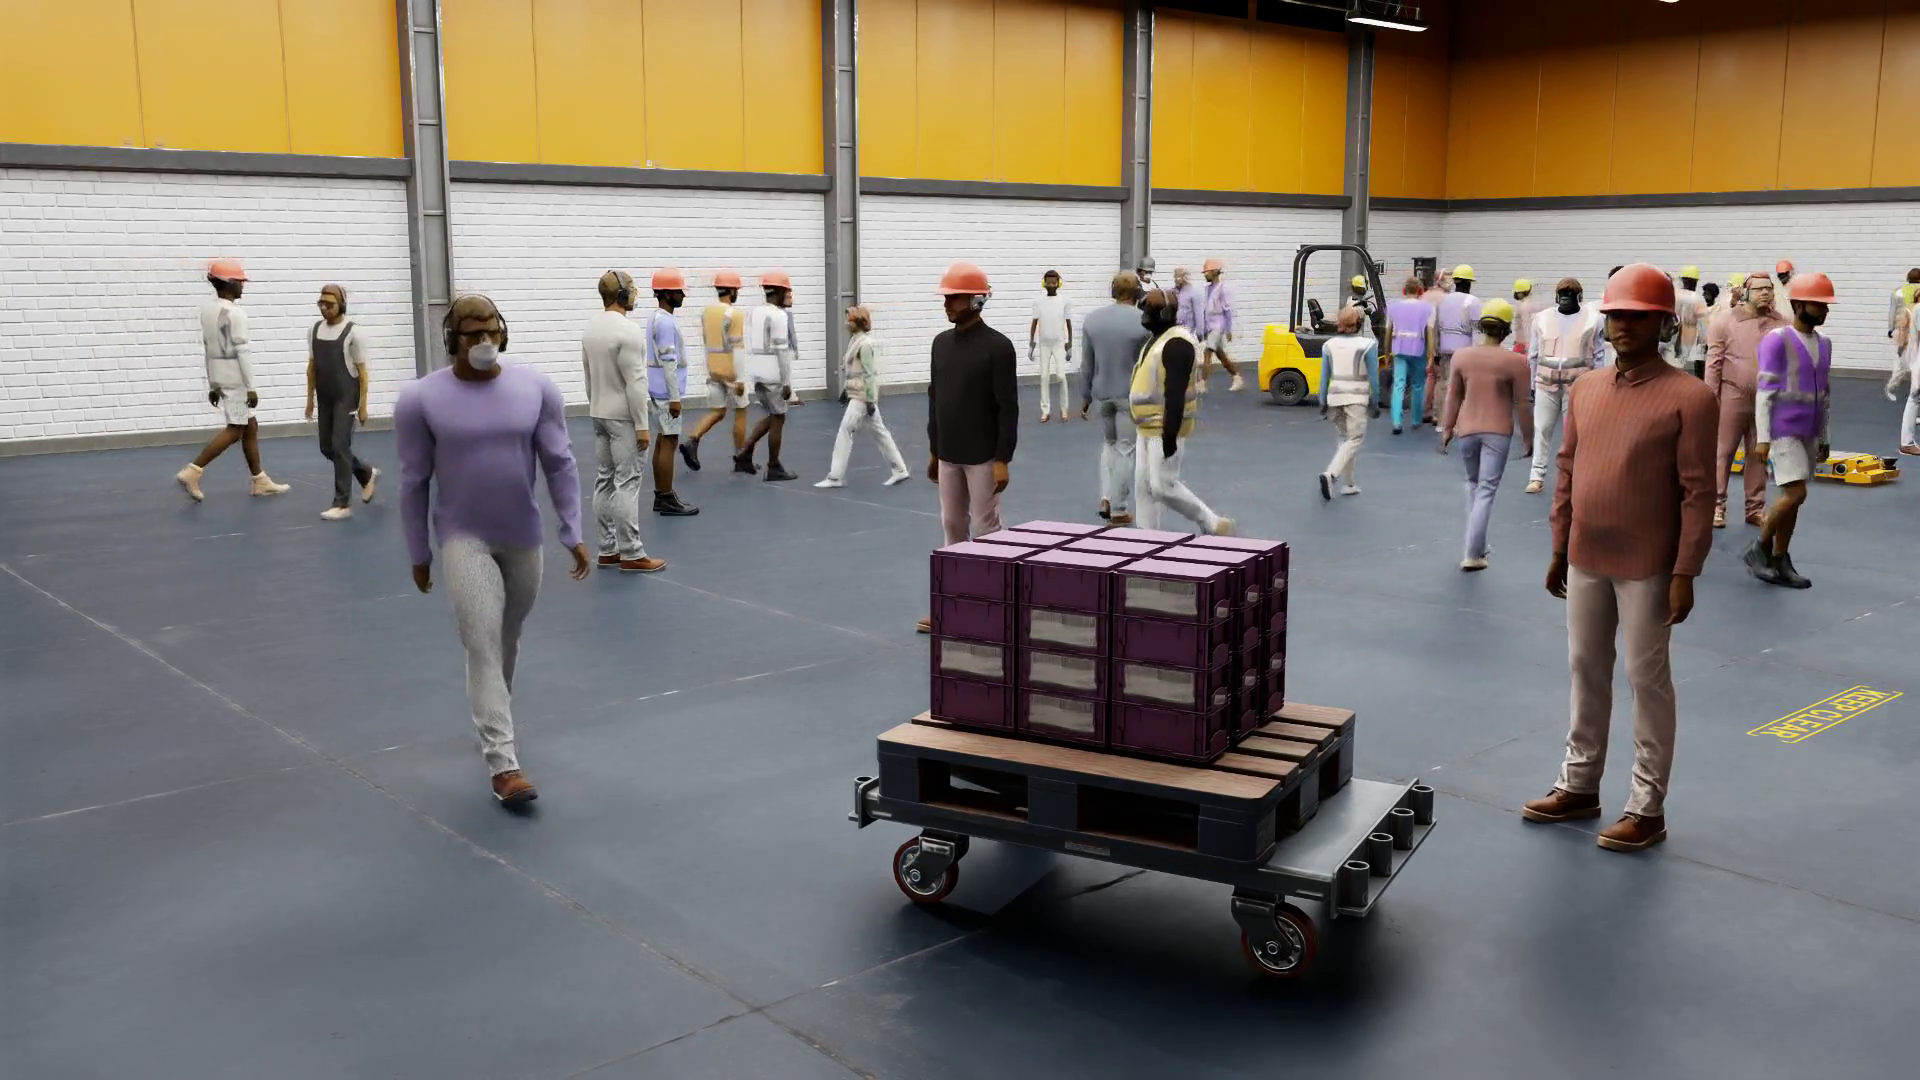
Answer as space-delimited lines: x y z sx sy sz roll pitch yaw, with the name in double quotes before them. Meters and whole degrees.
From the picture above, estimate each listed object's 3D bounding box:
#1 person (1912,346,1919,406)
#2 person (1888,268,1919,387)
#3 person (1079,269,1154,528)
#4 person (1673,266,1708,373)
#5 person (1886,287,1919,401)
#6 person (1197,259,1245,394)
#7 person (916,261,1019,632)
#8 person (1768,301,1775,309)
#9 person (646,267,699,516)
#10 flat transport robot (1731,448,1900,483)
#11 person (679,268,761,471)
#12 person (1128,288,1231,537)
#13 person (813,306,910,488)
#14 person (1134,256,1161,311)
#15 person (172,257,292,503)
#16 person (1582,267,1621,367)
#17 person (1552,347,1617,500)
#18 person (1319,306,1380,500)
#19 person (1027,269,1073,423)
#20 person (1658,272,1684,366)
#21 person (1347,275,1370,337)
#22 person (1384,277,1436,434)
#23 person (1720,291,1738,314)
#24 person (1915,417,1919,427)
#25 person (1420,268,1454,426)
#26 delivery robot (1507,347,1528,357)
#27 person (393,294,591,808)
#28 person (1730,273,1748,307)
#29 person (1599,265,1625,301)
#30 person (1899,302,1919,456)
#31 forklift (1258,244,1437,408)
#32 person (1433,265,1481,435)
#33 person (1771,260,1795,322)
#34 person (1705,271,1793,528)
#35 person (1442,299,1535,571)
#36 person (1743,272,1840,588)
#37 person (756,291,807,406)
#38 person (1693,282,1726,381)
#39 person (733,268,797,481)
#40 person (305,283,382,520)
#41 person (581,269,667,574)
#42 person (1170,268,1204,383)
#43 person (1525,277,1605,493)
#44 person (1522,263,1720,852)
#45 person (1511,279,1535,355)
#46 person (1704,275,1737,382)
"person" 8.619 -1.333 14.271 0.710 1.846 0.971 8 12 38
"person" 14.654 -3.263 25.628 0.632 1.841 0.429 5 11 28
"person" 1.228 -1.047 12.404 0.659 1.923 0.473 7 12 34
"person" 9.613 -2.654 21.929 0.966 1.875 0.620 -5 11 -26
"person" 13.021 -2.650 22.738 0.531 1.615 0.735 -1 10 -3
"person" 3.822 -3.152 24.573 1.031 1.992 0.616 -4 10 -20
"person" 0.039 -0.461 8.771 0.391 1.995 0.613 -9 13 -42
"person" 9.063 -2.019 18.982 0.358 1.618 0.510 1 10 9
"person" -2.268 -1.159 13.025 0.358 1.938 0.542 -3 10 -19
"flat transport robot" 7.737 -0.709 15.266 0.652 0.197 1.431 -8 13 -41
"person" -2.235 -1.563 15.476 0.552 1.918 0.776 9 13 42
"person" 1.370 -0.716 10.772 0.664 1.825 0.642 -2 10 -10
"person" -0.836 -1.244 14.541 0.860 1.597 0.511 -1 10 -6
"person" 2.603 -2.969 23.325 0.674 2.000 0.535 -7 12 -34
"person" -6.056 -1.311 13.691 0.613 2.015 0.941 9 13 44
"person" 6.079 -1.612 15.721 0.729 1.911 0.815 6 11 31
"person" 5.205 -1.050 13.102 0.887 1.695 0.496 -1 10 -9
"person" 3.204 -1.137 13.852 0.723 1.611 0.514 -9 13 -43
"person" 1.100 -2.356 20.282 0.534 1.859 0.392 3 10 16
"person" 9.002 -2.507 21.228 0.529 1.830 0.737 1 10 3
"person" 5.757 -2.969 24.201 0.510 1.744 0.539 0 10 3
"person" 5.152 -2.117 19.102 0.580 1.790 1.006 4 11 23
"person" 10.138 -2.473 21.653 0.515 1.610 0.509 1 10 3
"person" 11.650 -2.152 19.662 0.860 1.653 0.543 -1 10 -4
"person" 5.769 -2.294 19.851 0.514 1.878 0.681 -1 10 -7
"delivery robot" 9.850 -3.262 29.106 0.707 0.478 0.477 -2 10 -13
"person" -1.805 0.007 6.385 0.647 1.892 1.047 -6 11 -30
"person" 9.868 -2.466 21.072 0.689 1.796 0.582 -1 10 -5
"person" 8.606 -2.634 21.785 0.594 1.897 0.537 8 12 38
"person" 9.829 -1.793 16.960 0.332 1.865 0.520 6 11 32
"forklift" 5.256 -2.933 22.661 2.313 2.155 1.214 3 10 16
"person" 5.658 -2.157 18.909 0.383 1.922 0.593 -8 13 -41
"person" 12.464 -3.244 25.193 0.875 1.949 0.645 -7 12 -37
"person" 5.879 -1.037 12.391 0.641 1.913 0.408 0 10 0
"person" 3.471 -0.691 10.829 0.556 1.732 0.779 8 13 40
"person" 5.085 -0.654 10.095 0.566 1.926 0.399 -5 11 -28
"person" -2.408 -2.545 22.159 0.839 1.596 0.516 -7 12 -37
"person" 10.418 -2.711 22.902 0.691 1.668 0.555 -3 10 -14
"person" -1.707 -1.469 14.911 0.502 1.918 0.550 -6 12 -33
"person" -4.805 -1.091 12.976 0.524 1.823 0.726 4 10 21
"person" -2.170 -0.752 10.643 0.373 1.940 0.629 -8 13 -41
"person" 3.405 -3.227 25.415 1.038 1.850 0.629 -6 12 -33
"person" 5.122 -1.296 14.112 0.624 1.845 0.430 5 11 28
"person" 2.280 0.057 5.731 0.369 1.996 0.622 -5 11 -28
"person" 7.750 -2.720 22.849 0.951 1.704 0.543 7 12 37
"person" 10.964 -2.888 23.673 1.011 1.773 0.562 -1 10 -4
